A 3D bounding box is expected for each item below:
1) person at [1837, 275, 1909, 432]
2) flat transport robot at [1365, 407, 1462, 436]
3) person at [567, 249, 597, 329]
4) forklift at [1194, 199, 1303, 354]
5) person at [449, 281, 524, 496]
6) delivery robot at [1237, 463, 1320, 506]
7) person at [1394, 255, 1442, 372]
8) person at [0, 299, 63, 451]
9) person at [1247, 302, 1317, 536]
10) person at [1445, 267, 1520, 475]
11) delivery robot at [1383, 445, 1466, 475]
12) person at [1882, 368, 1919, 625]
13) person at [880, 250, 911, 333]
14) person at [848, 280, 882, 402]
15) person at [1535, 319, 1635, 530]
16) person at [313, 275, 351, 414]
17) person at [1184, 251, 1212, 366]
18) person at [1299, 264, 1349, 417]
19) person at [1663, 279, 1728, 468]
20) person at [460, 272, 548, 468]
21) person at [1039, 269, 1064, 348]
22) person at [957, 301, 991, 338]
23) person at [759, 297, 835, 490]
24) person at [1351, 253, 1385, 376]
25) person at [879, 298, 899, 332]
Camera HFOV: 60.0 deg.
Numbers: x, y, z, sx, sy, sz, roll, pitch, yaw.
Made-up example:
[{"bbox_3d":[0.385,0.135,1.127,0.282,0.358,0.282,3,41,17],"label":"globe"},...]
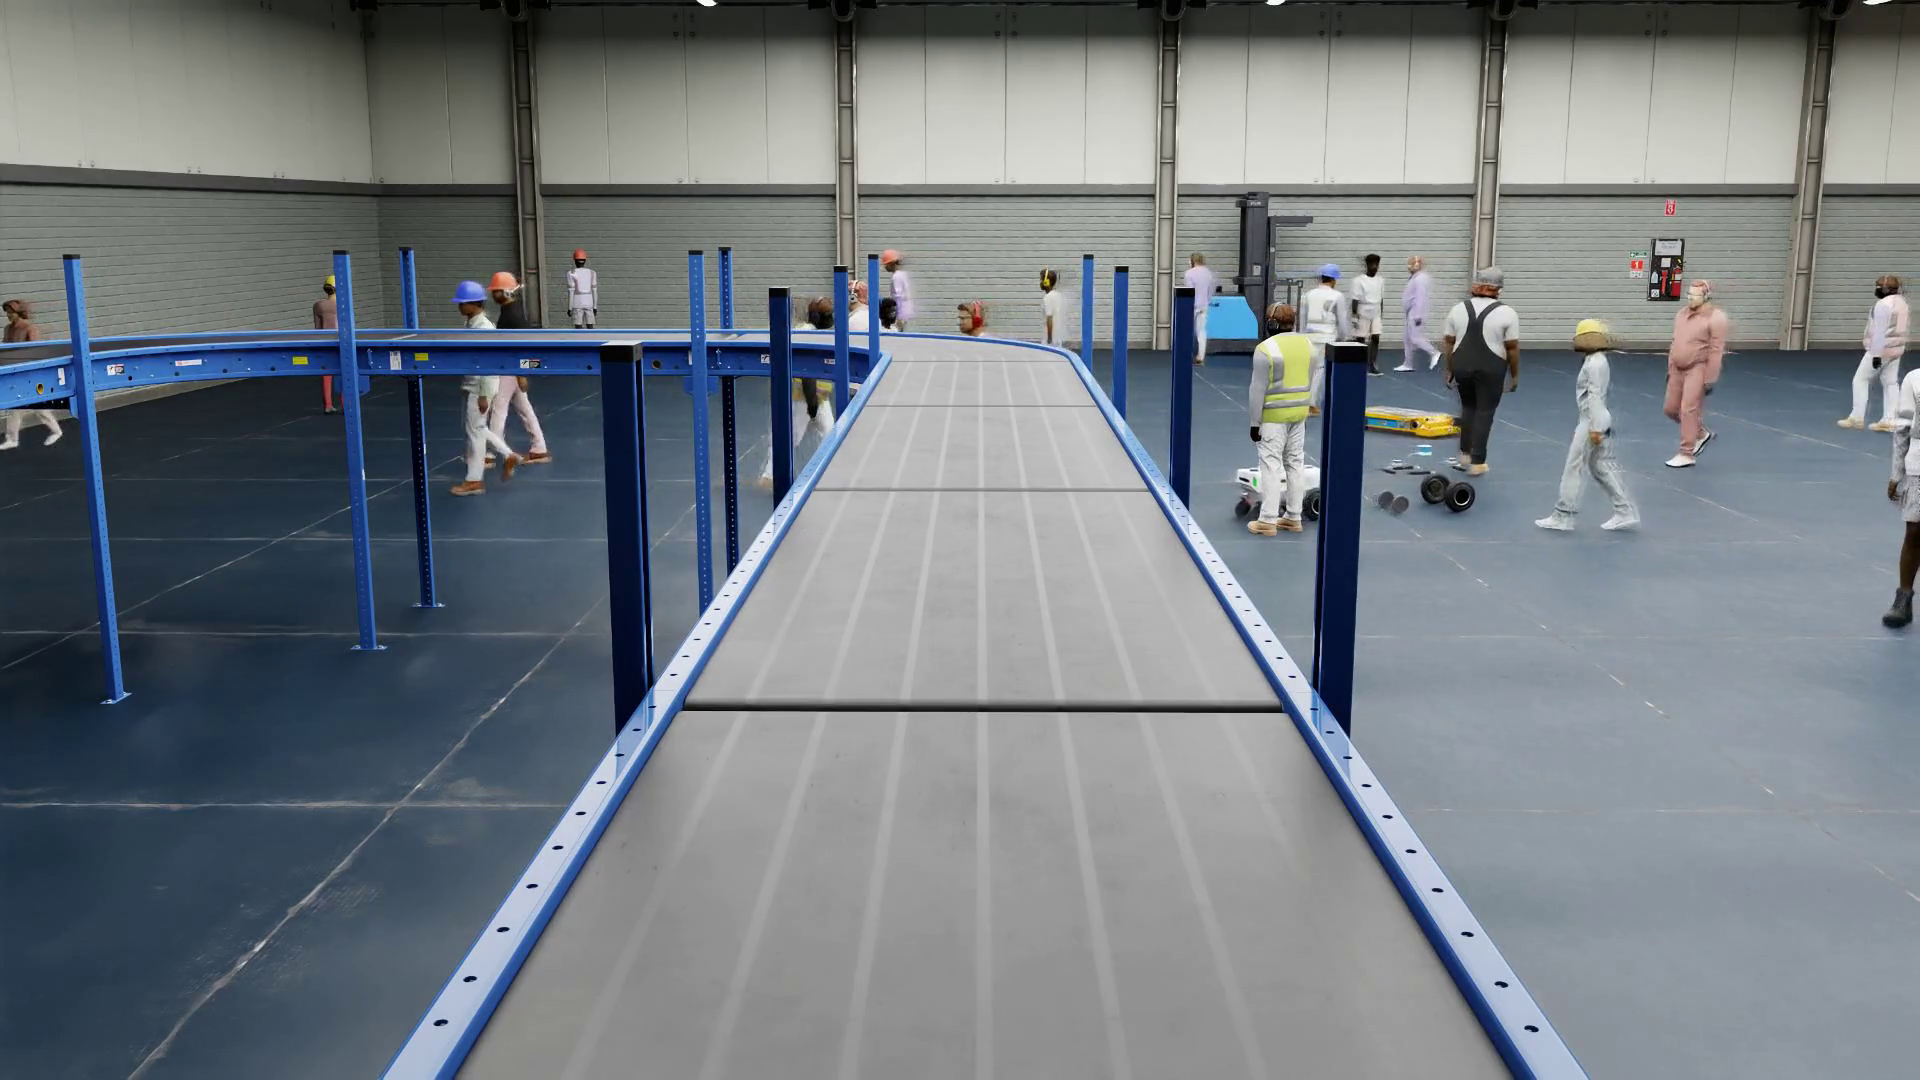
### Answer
[{"bbox_3d":[10.753,-2.200,19.589,0.660,1.820,0.731,-8,14,-36],"label":"person"},{"bbox_3d":[5.210,-1.419,19.689,0.652,0.197,1.431,-8,14,-36],"label":"flat transport robot"},{"bbox_3d":[-6.612,-4.100,29.059,0.552,1.935,0.368,-8,14,-37],"label":"person"},{"bbox_3d":[5.313,-4.851,30.603,1.873,2.768,1.129,0,11,1],"label":"forklift"},{"bbox_3d":[-4.362,-1.390,15.142,0.662,1.931,0.653,-5,12,-26],"label":"person"},{"bbox_3d":[2.695,-0.494,13.964,0.707,0.478,0.477,-3,12,-18],"label":"delivery robot"},{"bbox_3d":[7.452,-3.668,26.990,0.624,1.889,0.651,1,11,4],"label":"person"},{"bbox_3d":[-10.196,-1.811,18.129,0.527,1.625,0.626,5,12,26],"label":"person"},{"bbox_3d":[2.540,-0.969,13.255,0.618,1.836,0.431,-6,13,-30],"label":"person"},{"bbox_3d":[5.193,-1.671,16.422,0.702,2.000,0.738,9,14,39],"label":"person"},{"bbox_3d":[4.019,-0.704,14.372,0.698,0.223,0.335,-2,11,-13],"label":"delivery robot"},{"bbox_3d":[5.977,-0.419,10.148,0.553,1.935,0.367,10,15,41],"label":"person"},{"bbox_3d":[-1.023,-3.500,25.849,0.969,1.975,0.743,1,11,5],"label":"person"},{"bbox_3d":[-0.970,-1.513,15.850,0.399,1.907,0.644,3,11,13],"label":"person"},{"bbox_3d":[5.112,-0.913,13.381,0.756,1.702,0.527,5,12,26],"label":"person"},{"bbox_3d":[-7.996,-2.499,21.304,0.518,1.757,0.337,1,11,4],"label":"person"},{"bbox_3d":[3.950,-3.922,28.204,0.649,1.913,0.668,-9,14,-38],"label":"person"},{"bbox_3d":[4.681,-2.540,21.121,0.918,1.903,0.594,-7,13,-33],"label":"person"},{"bbox_3d":[7.432,-1.683,16.781,0.541,1.885,0.667,-3,11,-16],"label":"person"},{"bbox_3d":[-4.623,-1.719,16.810,0.886,1.952,0.616,-4,12,-17],"label":"person"},{"bbox_3d":[1.160,-2.644,21.898,0.992,1.818,0.517,6,13,30],"label":"person"},{"bbox_3d":[0.024,-1.049,13.697,0.923,1.805,0.601,-3,11,-15],"label":"person"},{"bbox_3d":[-1.371,-1.304,15.096,0.985,1.787,0.661,2,11,10],"label":"person"},{"bbox_3d":[6.468,-3.606,26.548,0.608,1.936,0.783,-5,12,-24],"label":"person"},{"bbox_3d":[-0.809,-1.666,17.206,0.521,1.677,0.540,4,12,19],"label":"person"}]
